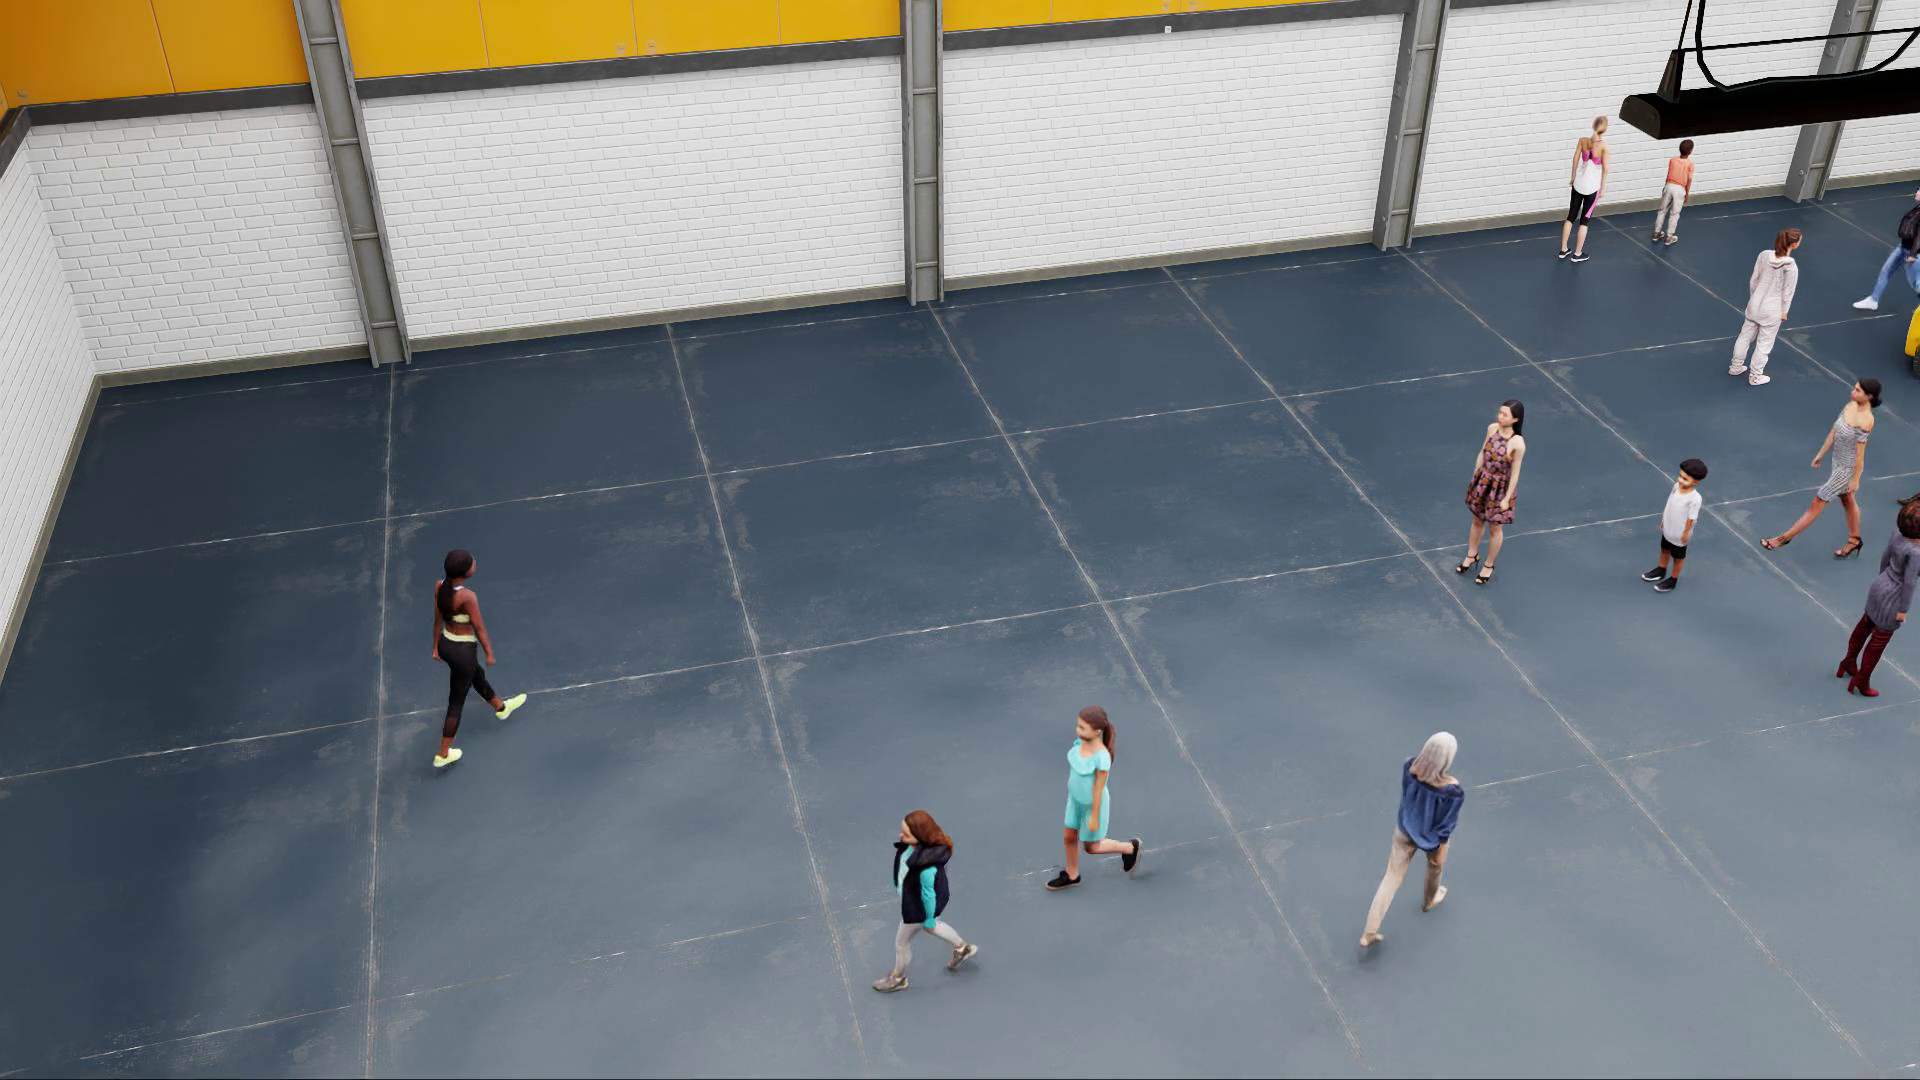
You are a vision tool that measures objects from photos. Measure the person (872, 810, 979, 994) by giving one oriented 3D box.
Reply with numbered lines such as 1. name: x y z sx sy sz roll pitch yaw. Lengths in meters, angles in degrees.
1. person: -0.200 2.252 10.490 0.931 1.478 0.567 -8 34 -11

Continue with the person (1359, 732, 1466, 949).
1. person: 2.926 1.965 10.759 1.233 1.656 0.998 -28 43 -36

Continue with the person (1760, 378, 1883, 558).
1. person: 7.787 -0.578 14.481 1.189 1.773 0.904 4 34 7

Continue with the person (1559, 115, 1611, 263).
1. person: 7.505 -4.220 19.948 0.662 1.785 0.683 -25 41 -33

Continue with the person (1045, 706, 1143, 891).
1. person: 0.930 1.749 11.189 0.937 1.542 0.632 -13 36 -19

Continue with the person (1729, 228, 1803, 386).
1. person: 8.428 -2.459 17.385 0.645 1.689 0.690 -17 37 -24

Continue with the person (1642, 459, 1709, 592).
1. person: 6.186 -0.142 14.291 0.510 1.257 0.498 -12 36 -18

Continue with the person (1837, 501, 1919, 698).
1. person: 7.261 0.446 12.997 0.618 1.710 0.642 2 34 4

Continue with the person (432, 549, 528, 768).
1. person: -3.775 0.908 12.305 1.056 1.706 1.201 19 38 26

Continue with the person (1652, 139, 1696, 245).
1. person: 8.817 -4.310 20.513 0.553 1.311 0.593 28 43 35

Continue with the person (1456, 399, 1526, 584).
1. person: 4.567 -0.420 14.242 0.758 1.774 0.740 -18 38 -25

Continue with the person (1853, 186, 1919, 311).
1. person: 10.725 -3.203 18.594 1.189 1.590 1.041 13 36 18
